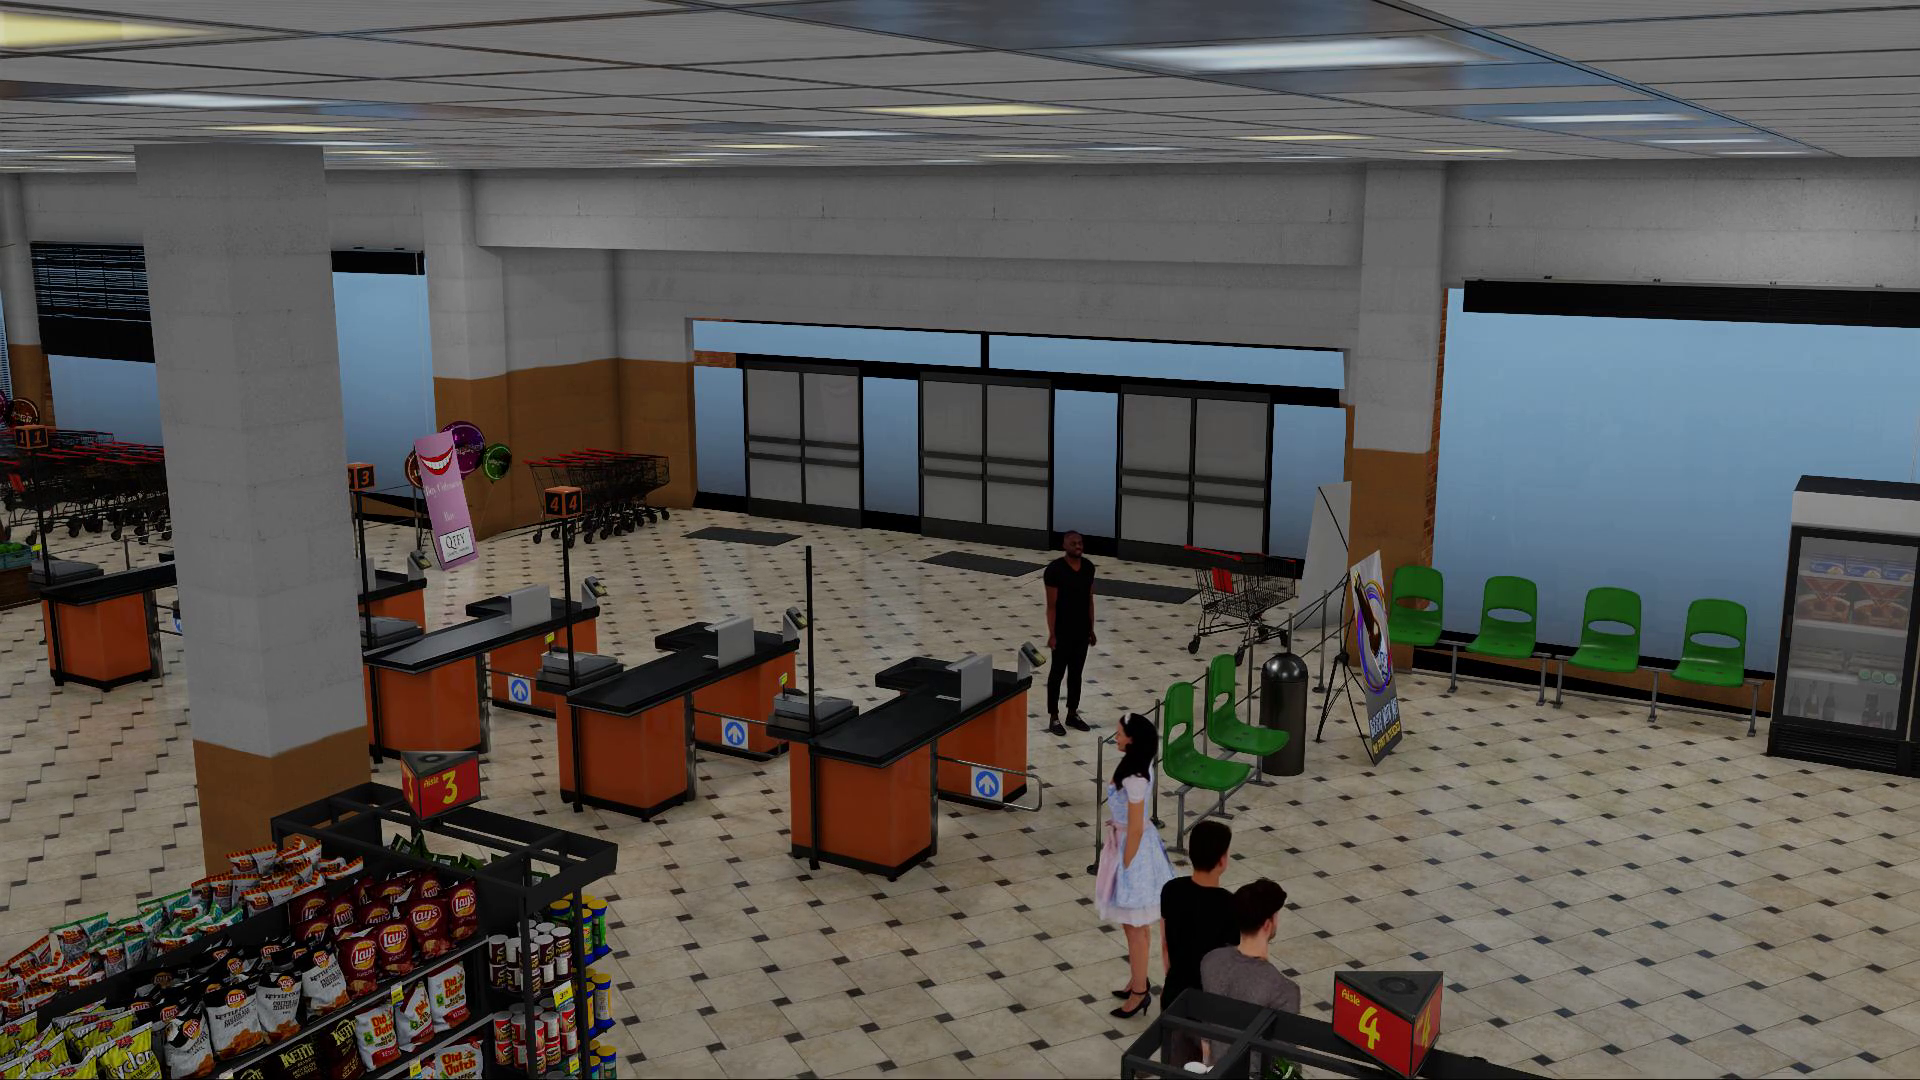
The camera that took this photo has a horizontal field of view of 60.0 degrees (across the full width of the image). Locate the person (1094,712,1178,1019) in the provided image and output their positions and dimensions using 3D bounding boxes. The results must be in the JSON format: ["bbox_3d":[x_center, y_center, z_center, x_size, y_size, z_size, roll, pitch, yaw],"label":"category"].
[{"bbox_3d":[1.000,1.876,9.633,0.866,1.816,0.783,2,12,9],"label":"person"}]

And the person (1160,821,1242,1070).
[{"bbox_3d":[1.081,2.234,7.850,0.697,1.851,0.733,9,15,38],"label":"person"}]

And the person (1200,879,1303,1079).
[{"bbox_3d":[1.174,2.385,7.053,1.149,1.883,0.935,-9,15,-38],"label":"person"}]

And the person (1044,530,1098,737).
[{"bbox_3d":[0.967,0.801,14.734,0.692,1.819,0.812,-6,13,-28],"label":"person"}]
